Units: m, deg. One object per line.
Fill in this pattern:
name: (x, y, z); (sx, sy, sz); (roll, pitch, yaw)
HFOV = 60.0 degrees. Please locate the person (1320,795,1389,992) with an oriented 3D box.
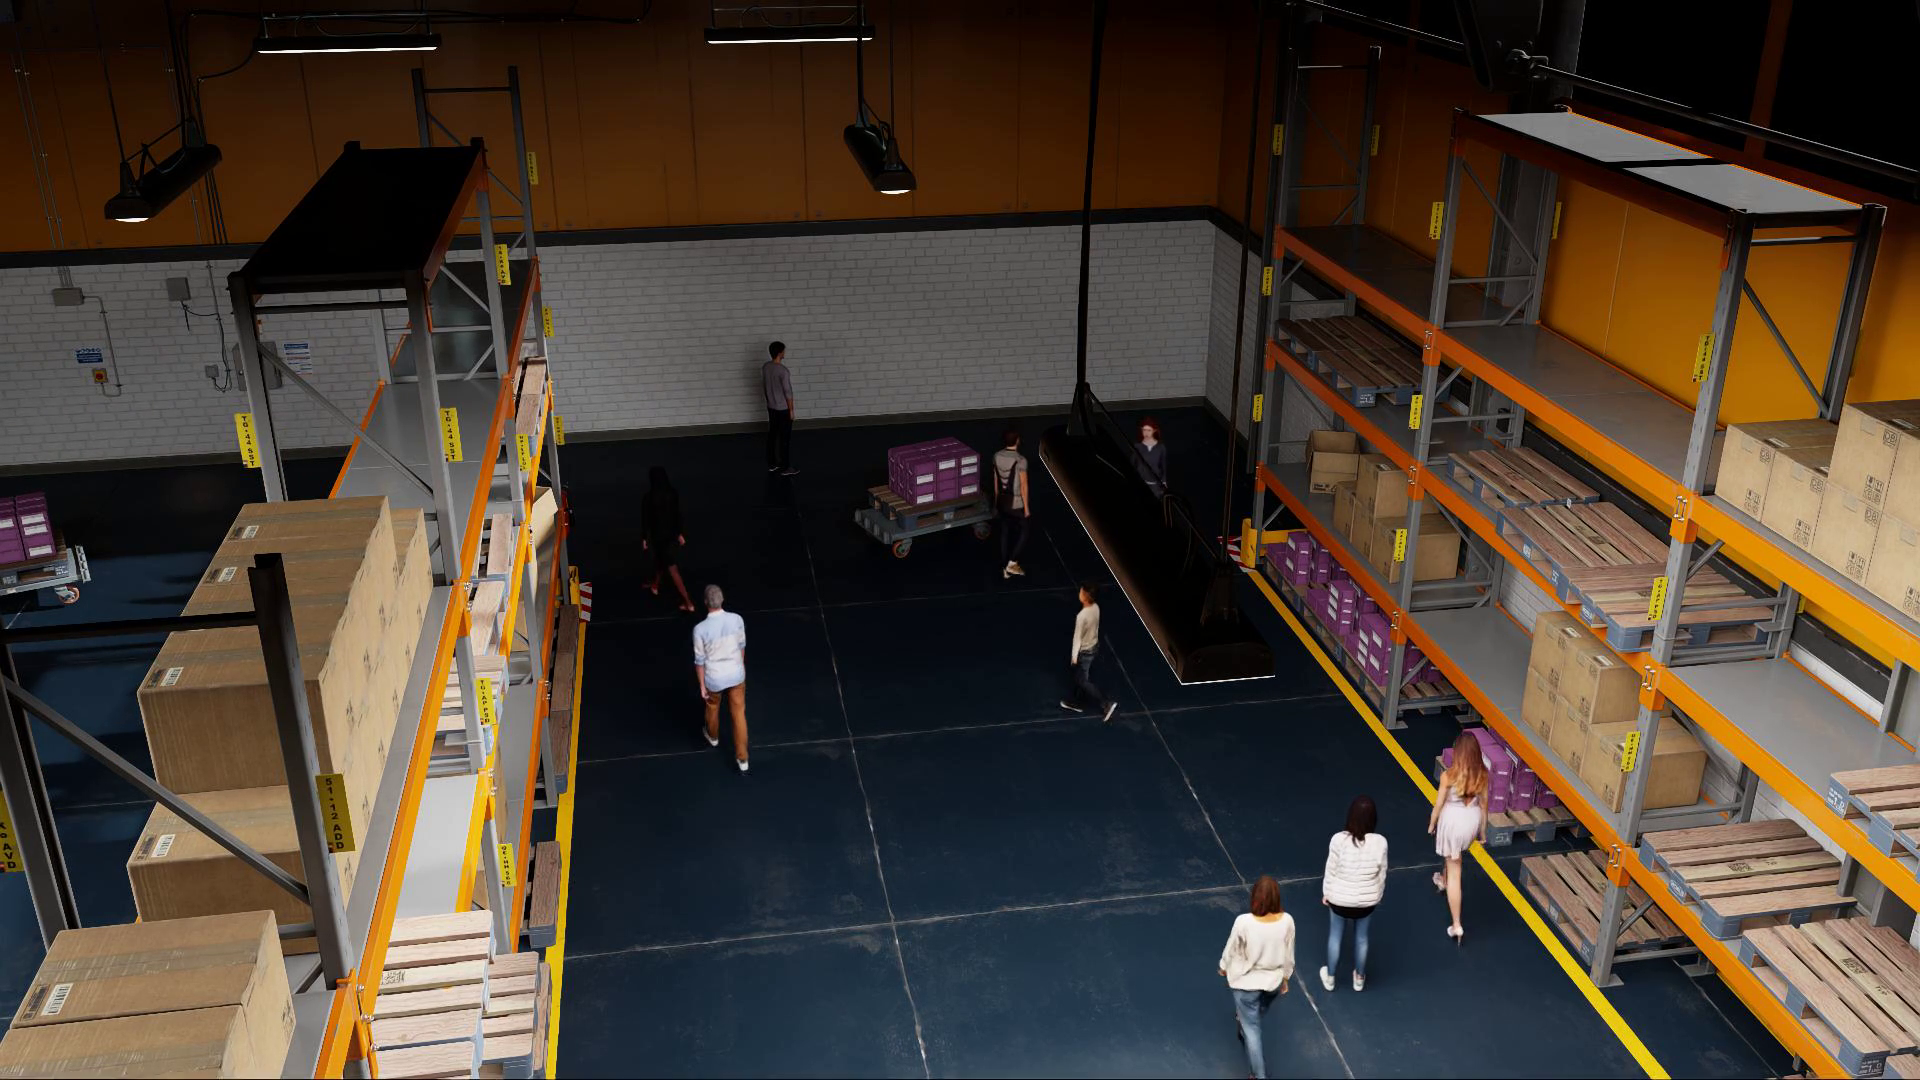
person: (2.965, 2.670, 12.543); (0.665, 1.633, 0.629); (1, 24, 2)

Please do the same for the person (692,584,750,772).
person: (-2.165, 1.306, 15.472); (0.845, 1.786, 1.204); (-10, 25, -21)

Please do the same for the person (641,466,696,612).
person: (-3.253, 0.029, 18.545); (1.252, 1.665, 1.122); (19, 30, 37)

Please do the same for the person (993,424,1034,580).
person: (0.555, -0.405, 19.262); (0.797, 1.886, 0.857); (16, 28, 32)

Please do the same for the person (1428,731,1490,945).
person: (3.952, 2.375, 13.092); (0.618, 1.733, 1.064); (-2, 24, -4)

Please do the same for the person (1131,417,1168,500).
person: (2.283, -0.657, 20.019); (0.963, 1.741, 1.194); (7, 25, 16)

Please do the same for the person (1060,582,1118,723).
person: (1.288, 1.114, 16.336); (0.932, 1.446, 0.903); (13, 27, 28)

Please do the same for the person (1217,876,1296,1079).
person: (2.079, 3.116, 11.500); (0.644, 1.651, 1.014); (-4, 24, -8)

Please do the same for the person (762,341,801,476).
person: (-2.456, -1.801, 22.508); (0.686, 1.843, 0.793); (21, 31, 39)
